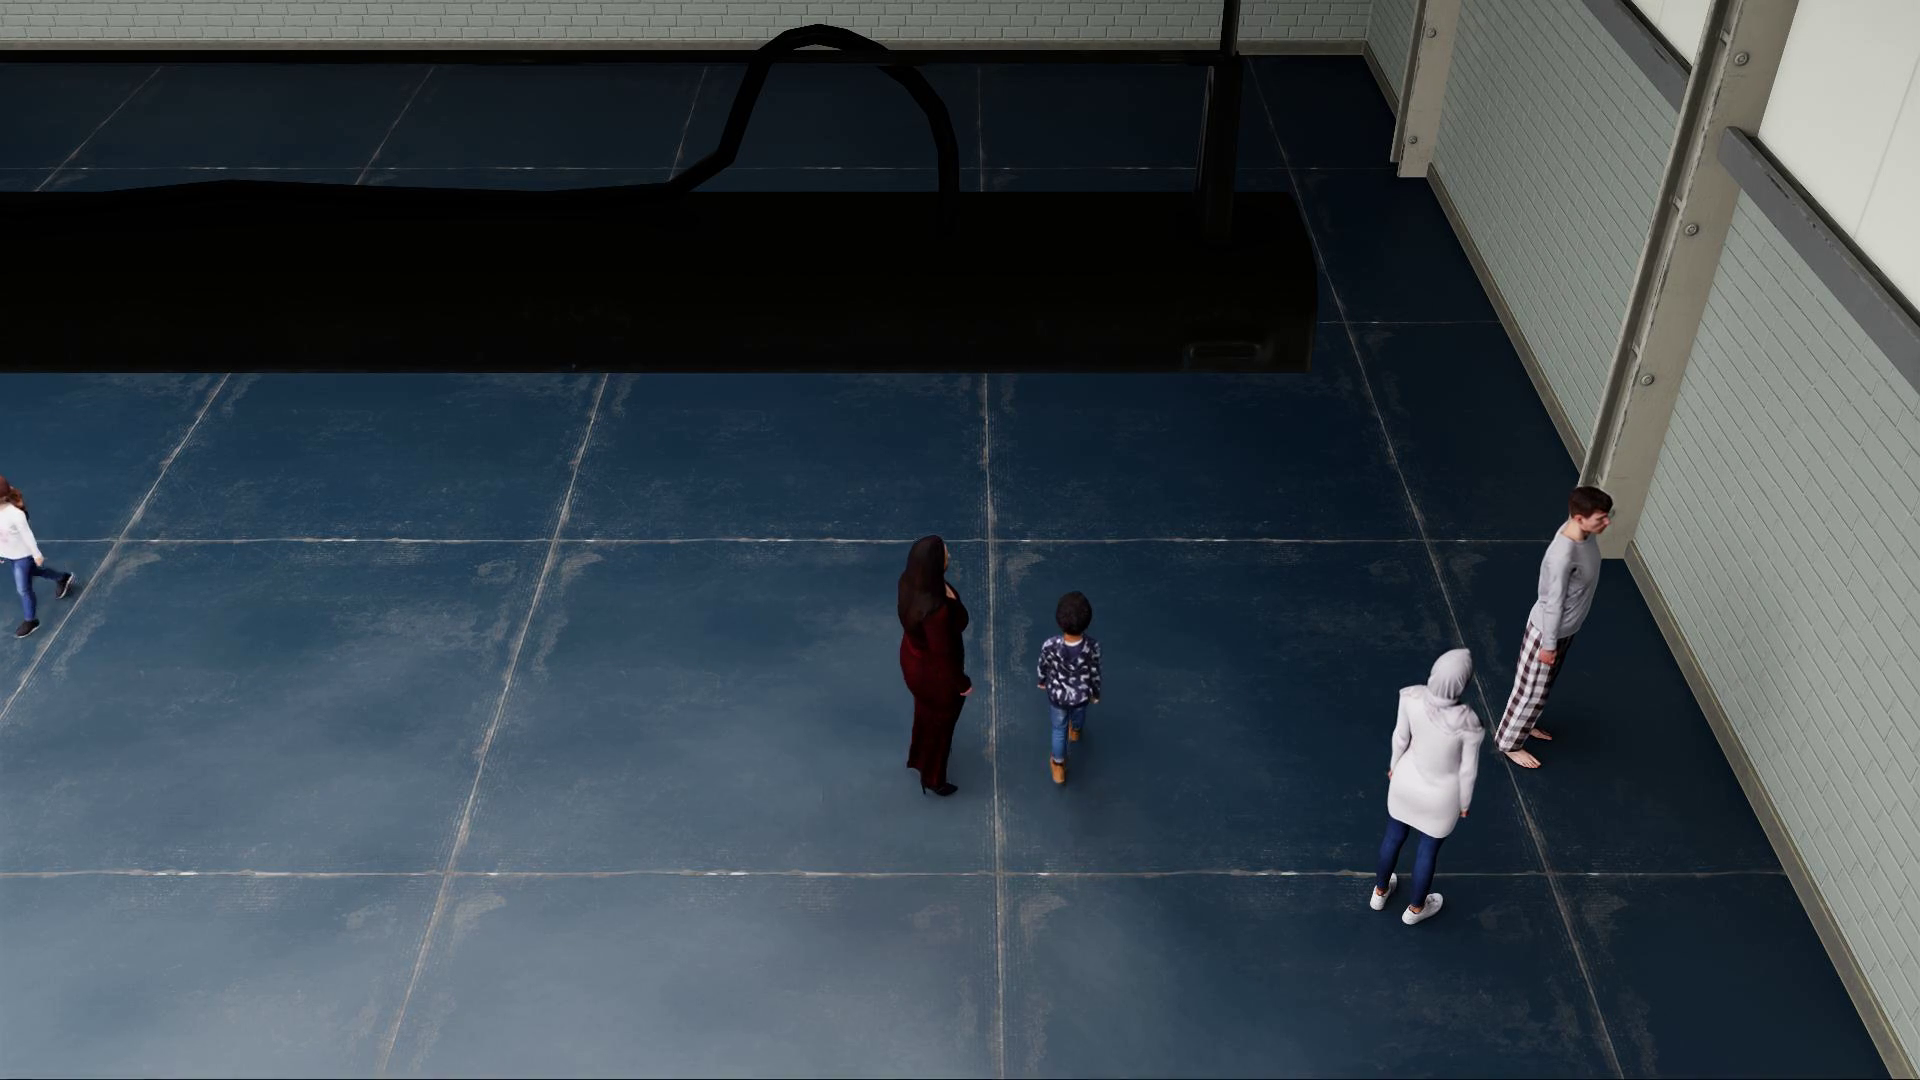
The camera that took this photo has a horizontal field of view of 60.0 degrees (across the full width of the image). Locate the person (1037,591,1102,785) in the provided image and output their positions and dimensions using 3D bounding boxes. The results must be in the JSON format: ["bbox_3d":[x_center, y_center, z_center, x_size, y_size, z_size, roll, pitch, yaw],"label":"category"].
[{"bbox_3d":[0.608,0.849,9.313,0.516,1.229,0.757,1,37,2],"label":"person"}]

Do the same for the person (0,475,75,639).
[{"bbox_3d":[-5.916,0.029,10.507,0.623,1.089,0.855,13,39,17],"label":"person"}]

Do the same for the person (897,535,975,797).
[{"bbox_3d":[-0.177,0.712,9.058,0.793,1.757,0.632,-10,38,-13],"label":"person"}]

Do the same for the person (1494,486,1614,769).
[{"bbox_3d":[3.320,0.462,9.311,0.763,1.848,0.658,22,42,26],"label":"person"}]

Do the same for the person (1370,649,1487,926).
[{"bbox_3d":[2.338,1.244,8.341,0.685,1.776,0.729,27,45,31],"label":"person"}]
